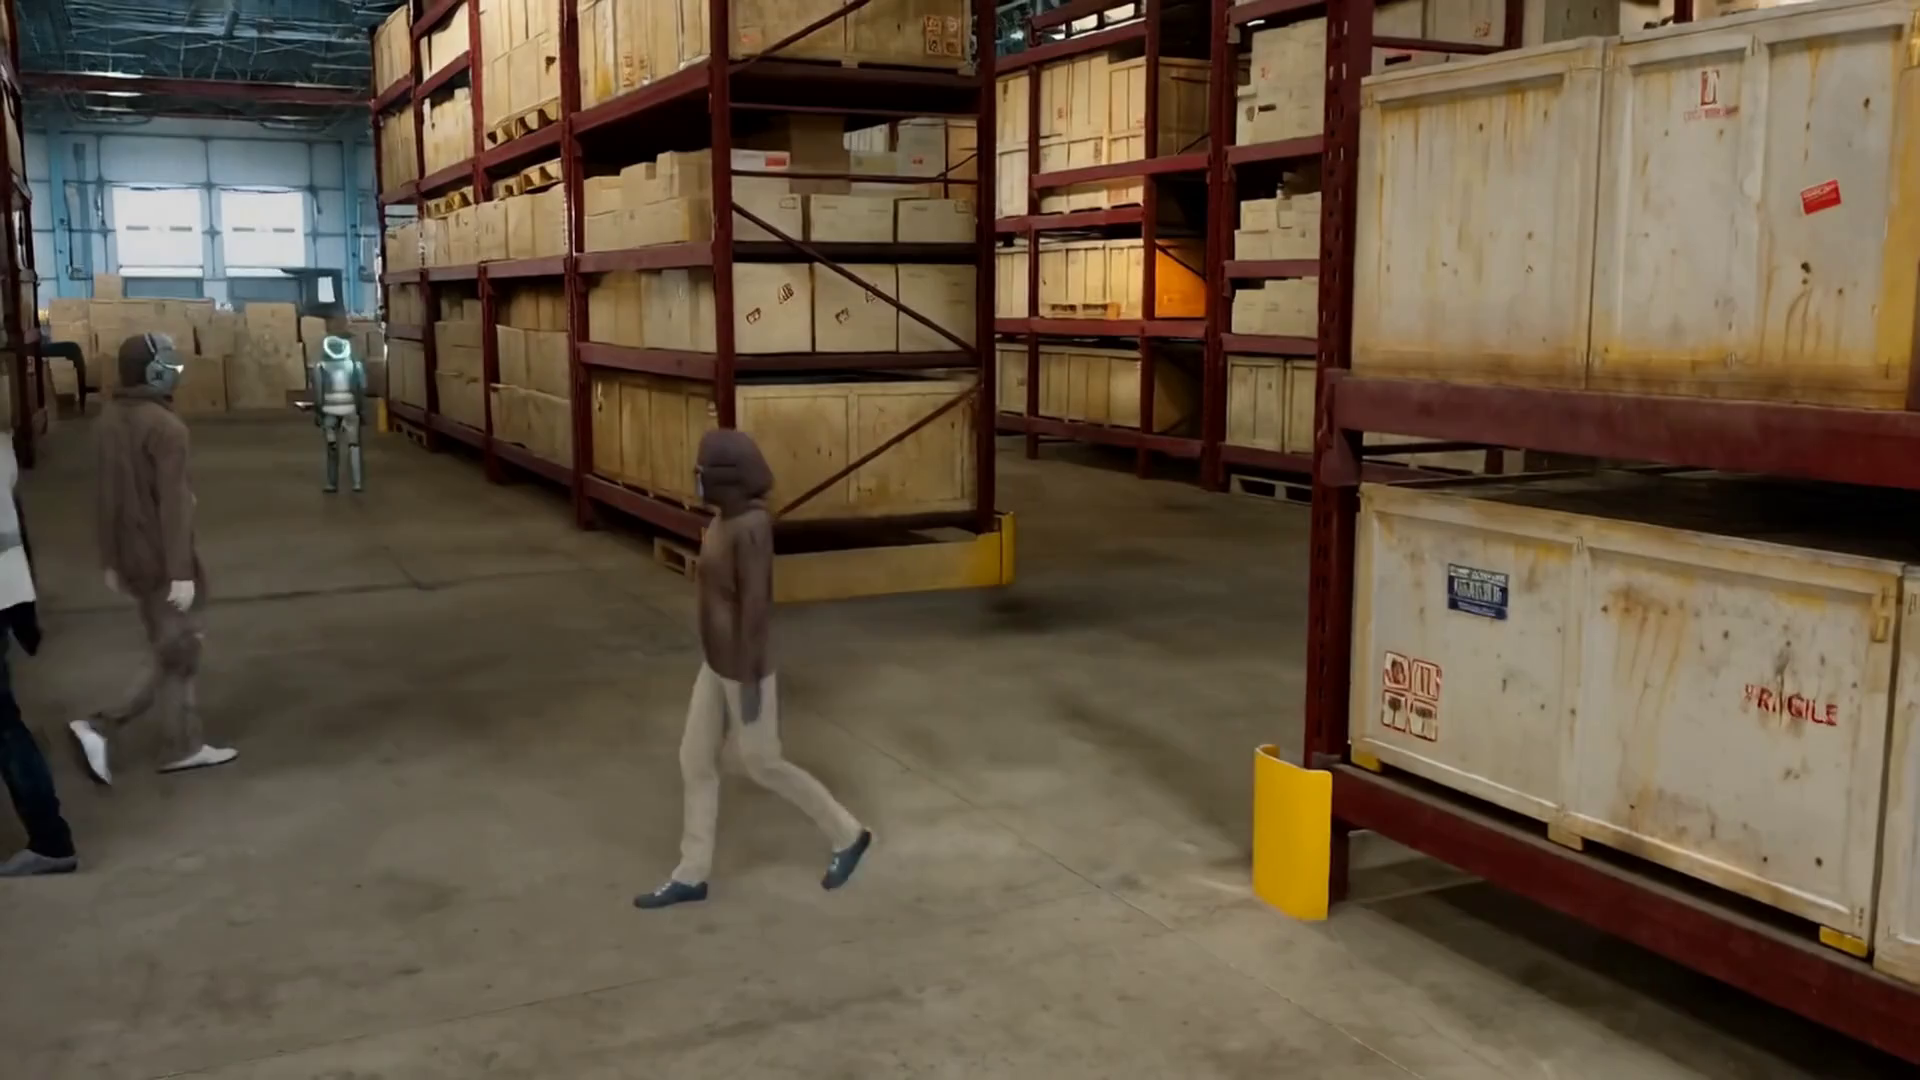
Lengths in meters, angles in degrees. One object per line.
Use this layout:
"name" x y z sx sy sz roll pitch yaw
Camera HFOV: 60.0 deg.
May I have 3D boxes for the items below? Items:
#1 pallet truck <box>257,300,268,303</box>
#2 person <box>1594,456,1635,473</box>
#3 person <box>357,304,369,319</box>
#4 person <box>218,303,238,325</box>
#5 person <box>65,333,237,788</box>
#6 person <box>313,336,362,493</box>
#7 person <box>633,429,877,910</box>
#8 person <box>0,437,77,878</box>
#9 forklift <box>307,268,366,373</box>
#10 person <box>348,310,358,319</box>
"pallet truck" -23.913 -7.404 58.171 1.885 1.965 0.823 -1 8 -9
"person" 2.888 -0.022 7.916 0.838 1.801 0.554 1 8 6
"person" -20.780 -7.326 58.203 0.437 1.851 0.779 2 8 11
"person" -22.037 -6.175 50.052 0.651 1.885 0.999 -6 10 -36
"person" -3.383 0.089 6.884 0.656 1.888 0.692 6 10 37
"person" -6.489 -1.308 17.378 0.309 1.637 0.517 8 12 44
"person" -0.679 0.427 5.527 0.765 1.608 0.505 -4 9 -24
"person" -3.573 0.263 5.753 0.969 1.869 0.598 -1 8 -4
"forklift" -16.494 -5.699 43.384 1.129 2.768 1.873 2 9 15
"person" -23.014 -7.940 63.285 0.512 1.586 0.864 3 9 22
